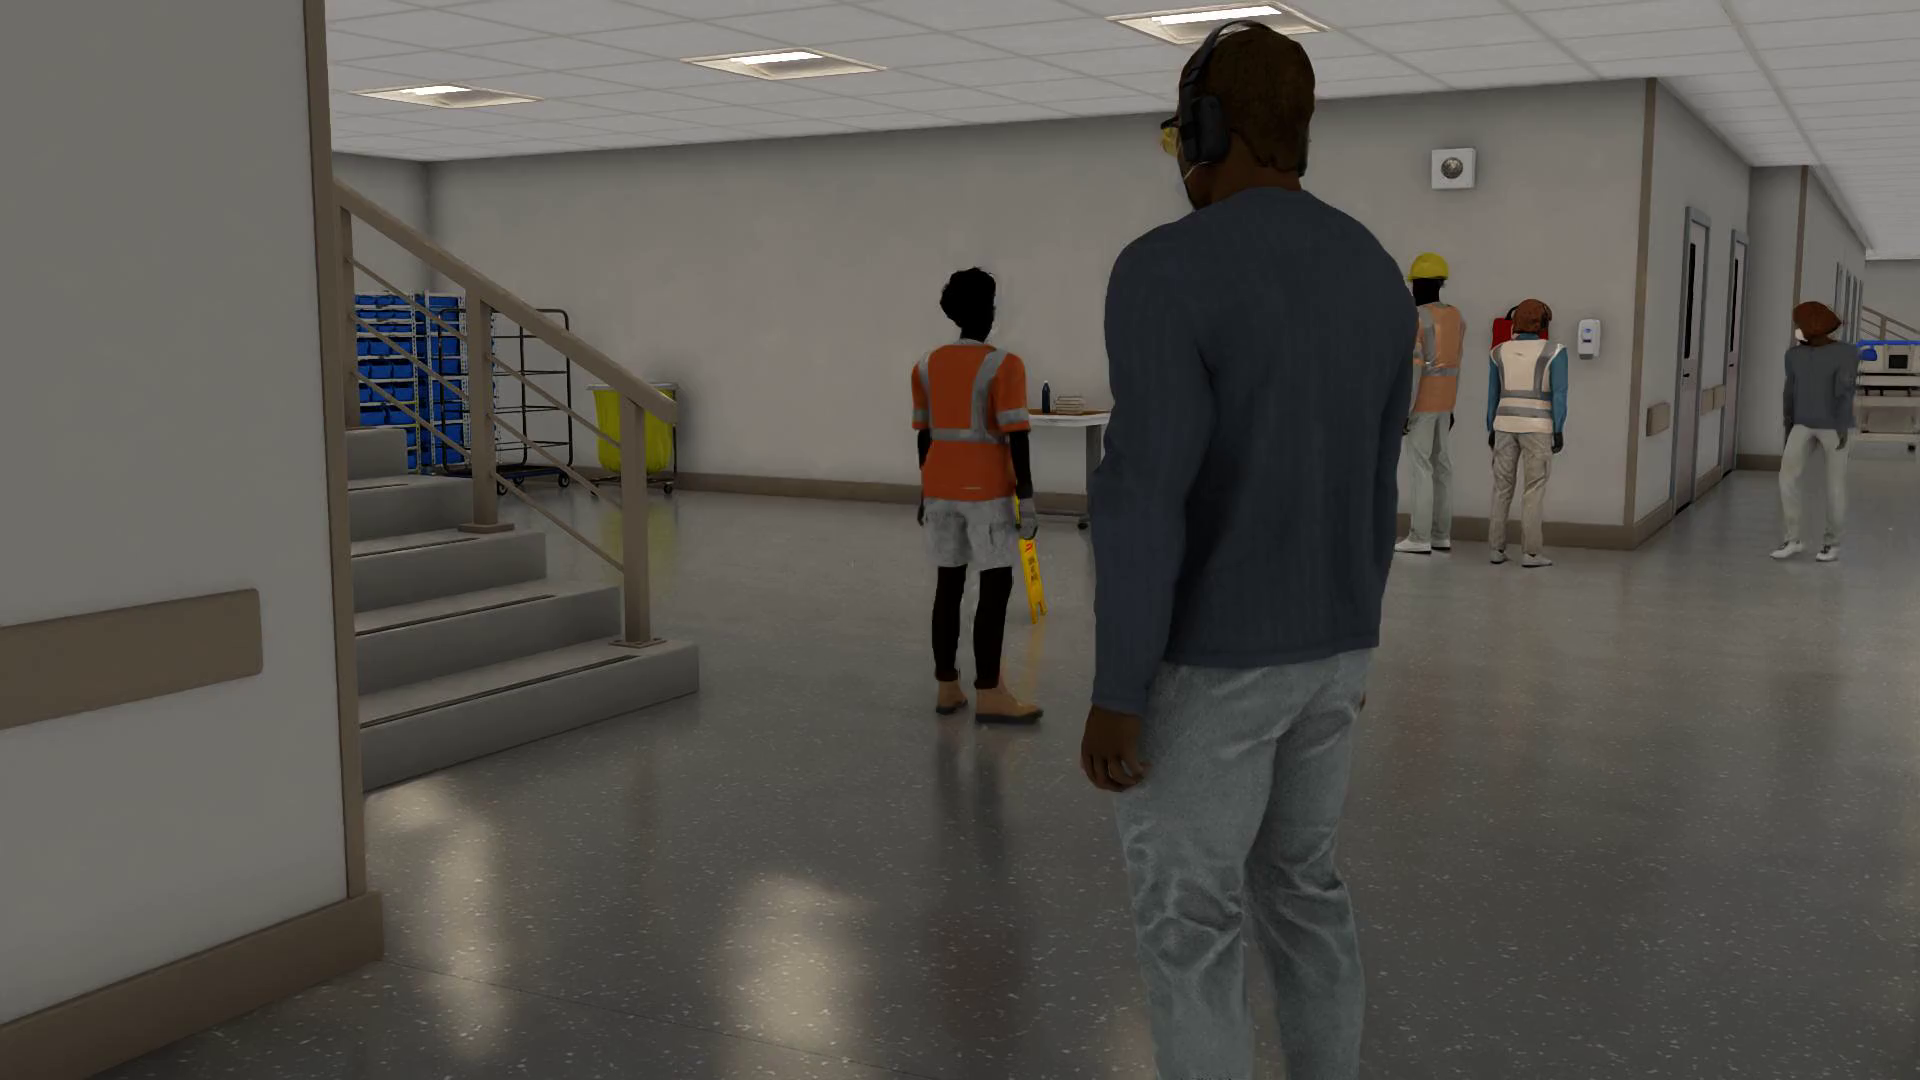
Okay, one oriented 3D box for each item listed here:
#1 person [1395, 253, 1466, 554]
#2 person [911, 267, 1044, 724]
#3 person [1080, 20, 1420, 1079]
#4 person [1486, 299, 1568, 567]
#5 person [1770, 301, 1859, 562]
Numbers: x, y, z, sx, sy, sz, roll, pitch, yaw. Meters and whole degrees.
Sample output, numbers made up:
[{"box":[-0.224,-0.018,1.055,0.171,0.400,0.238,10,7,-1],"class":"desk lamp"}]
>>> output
[{"box":[2.994,-0.873,10.699,0.594,1.926,0.368,-7,10,-41],"class":"person"},{"box":[0.070,-0.167,6.217,0.636,1.683,0.322,7,10,43],"class":"person"},{"box":[0.448,0.187,2.559,0.638,1.929,0.369,-7,10,-41],"class":"person"},{"box":[3.439,-0.649,10.136,0.323,1.630,0.503,-7,10,-42],"class":"person"},{"box":[5.255,-0.658,10.225,0.569,1.601,0.531,-5,9,-35],"class":"person"}]
